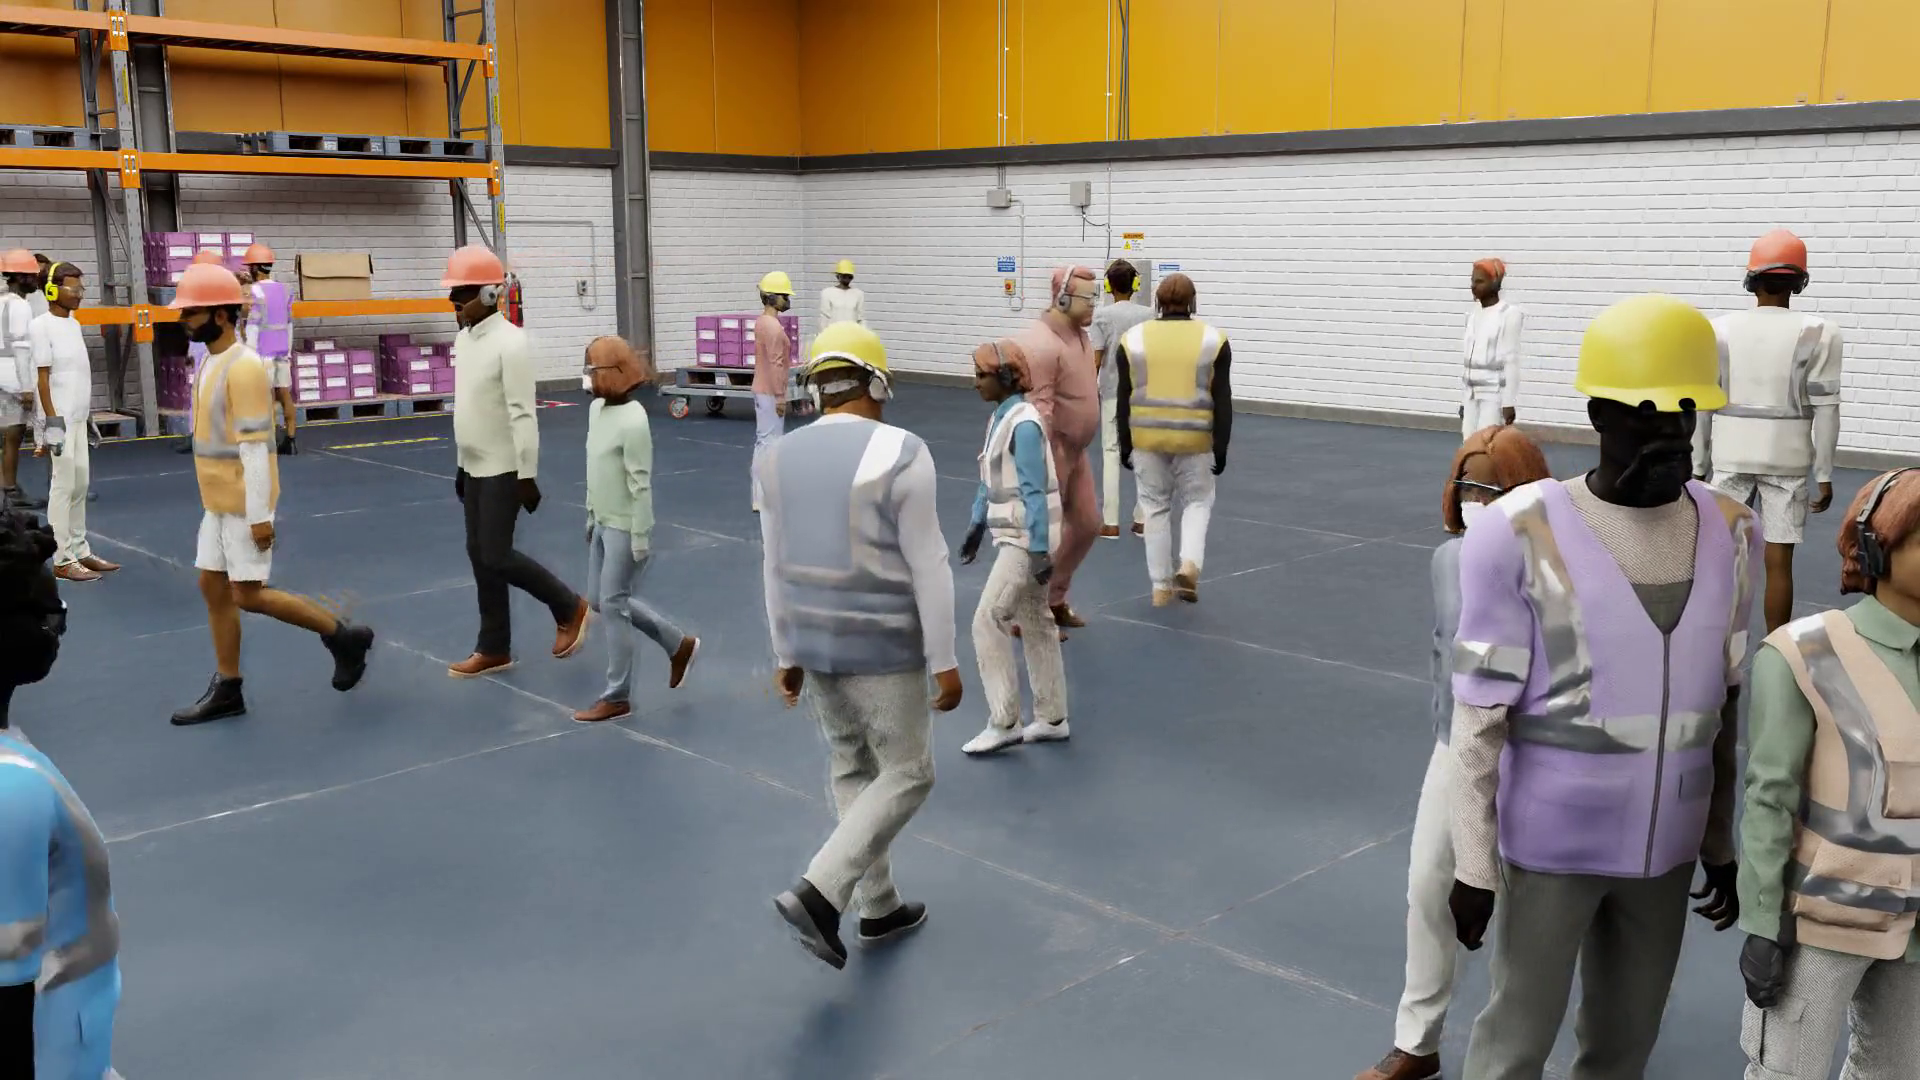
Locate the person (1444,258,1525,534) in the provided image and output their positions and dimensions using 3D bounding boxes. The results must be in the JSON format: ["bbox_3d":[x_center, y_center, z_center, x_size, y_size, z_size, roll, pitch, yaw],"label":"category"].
[{"bbox_3d":[3.600,-0.961,11.253,0.546,1.871,0.602,-3,11,-18],"label":"person"}]

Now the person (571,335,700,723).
[{"bbox_3d":[-1.378,-0.053,6.969,0.535,1.616,0.522,-6,12,-30],"label":"person"}]

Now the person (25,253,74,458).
[{"bbox_3d":[-8.338,-1.679,15.209,0.508,1.860,0.319,-3,11,-14],"label":"person"}]

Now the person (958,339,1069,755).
[{"bbox_3d":[0.181,0.028,6.541,0.594,1.616,0.524,-1,10,-4],"label":"person"}]

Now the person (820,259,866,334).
[{"bbox_3d":[-1.318,-2.309,18.916,0.550,1.753,0.364,-4,11,-20],"label":"person"}]

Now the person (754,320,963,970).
[{"bbox_3d":[-0.315,0.306,4.565,0.648,1.790,0.624,8,13,36],"label":"person"}]

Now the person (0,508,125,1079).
[{"bbox_3d":[-1.419,0.765,2.435,0.542,1.653,0.883,10,14,43],"label":"person"}]

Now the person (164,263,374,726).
[{"bbox_3d":[-2.930,-0.191,6.945,0.738,1.919,0.550,-8,13,-37],"label":"person"}]

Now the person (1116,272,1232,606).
[{"bbox_3d":[1.145,-0.522,8.975,0.627,1.826,0.495,2,11,11],"label":"person"}]

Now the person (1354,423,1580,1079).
[{"bbox_3d":[1.314,0.515,3.919,0.722,1.604,0.488,-6,12,-29],"label":"person"}]

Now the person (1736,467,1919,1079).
[{"bbox_3d":[1.587,0.682,2.910,0.514,1.645,0.309,-2,11,-9],"label":"person"}]

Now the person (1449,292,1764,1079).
[{"bbox_3d":[1.158,0.528,2.977,0.594,1.924,0.382,-3,11,-14],"label":"person"}]

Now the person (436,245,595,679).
[{"bbox_3d":[-2.078,-0.347,7.615,0.578,1.981,0.629,-8,13,-37],"label":"person"}]

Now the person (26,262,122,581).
[{"bbox_3d":[-5.244,-0.697,9.817,0.329,1.869,0.511,-1,10,-5],"label":"person"}]

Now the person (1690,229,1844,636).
[{"bbox_3d":[3.581,-0.348,7.427,0.614,2.046,0.366,8,13,37],"label":"person"}]

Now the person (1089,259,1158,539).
[{"bbox_3d":[1.074,-0.935,11.129,0.512,1.866,0.330,-3,11,-17],"label":"person"}]

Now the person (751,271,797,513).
[{"bbox_3d":[-1.334,-1.044,11.995,0.328,1.765,0.532,-3,11,-17],"label":"person"}]

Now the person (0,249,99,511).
[{"bbox_3d":[-6.778,-1.173,12.275,0.760,1.912,0.582,-10,15,-44],"label":"person"}]

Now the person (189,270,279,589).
[{"bbox_3d":[-4.105,-0.598,9.389,0.448,1.827,0.558,-6,12,-28],"label":"person"}]

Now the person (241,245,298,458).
[{"bbox_3d":[-6.322,-1.711,15.165,0.364,1.935,0.548,4,11,20],"label":"person"}]

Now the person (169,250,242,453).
[{"bbox_3d":[-6.992,-1.782,15.710,0.545,1.890,1.037,9,14,42],"label":"person"}]

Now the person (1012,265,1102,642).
[{"bbox_3d":[0.482,-0.418,8.295,0.438,1.878,0.667,4,11,23],"label":"person"}]
